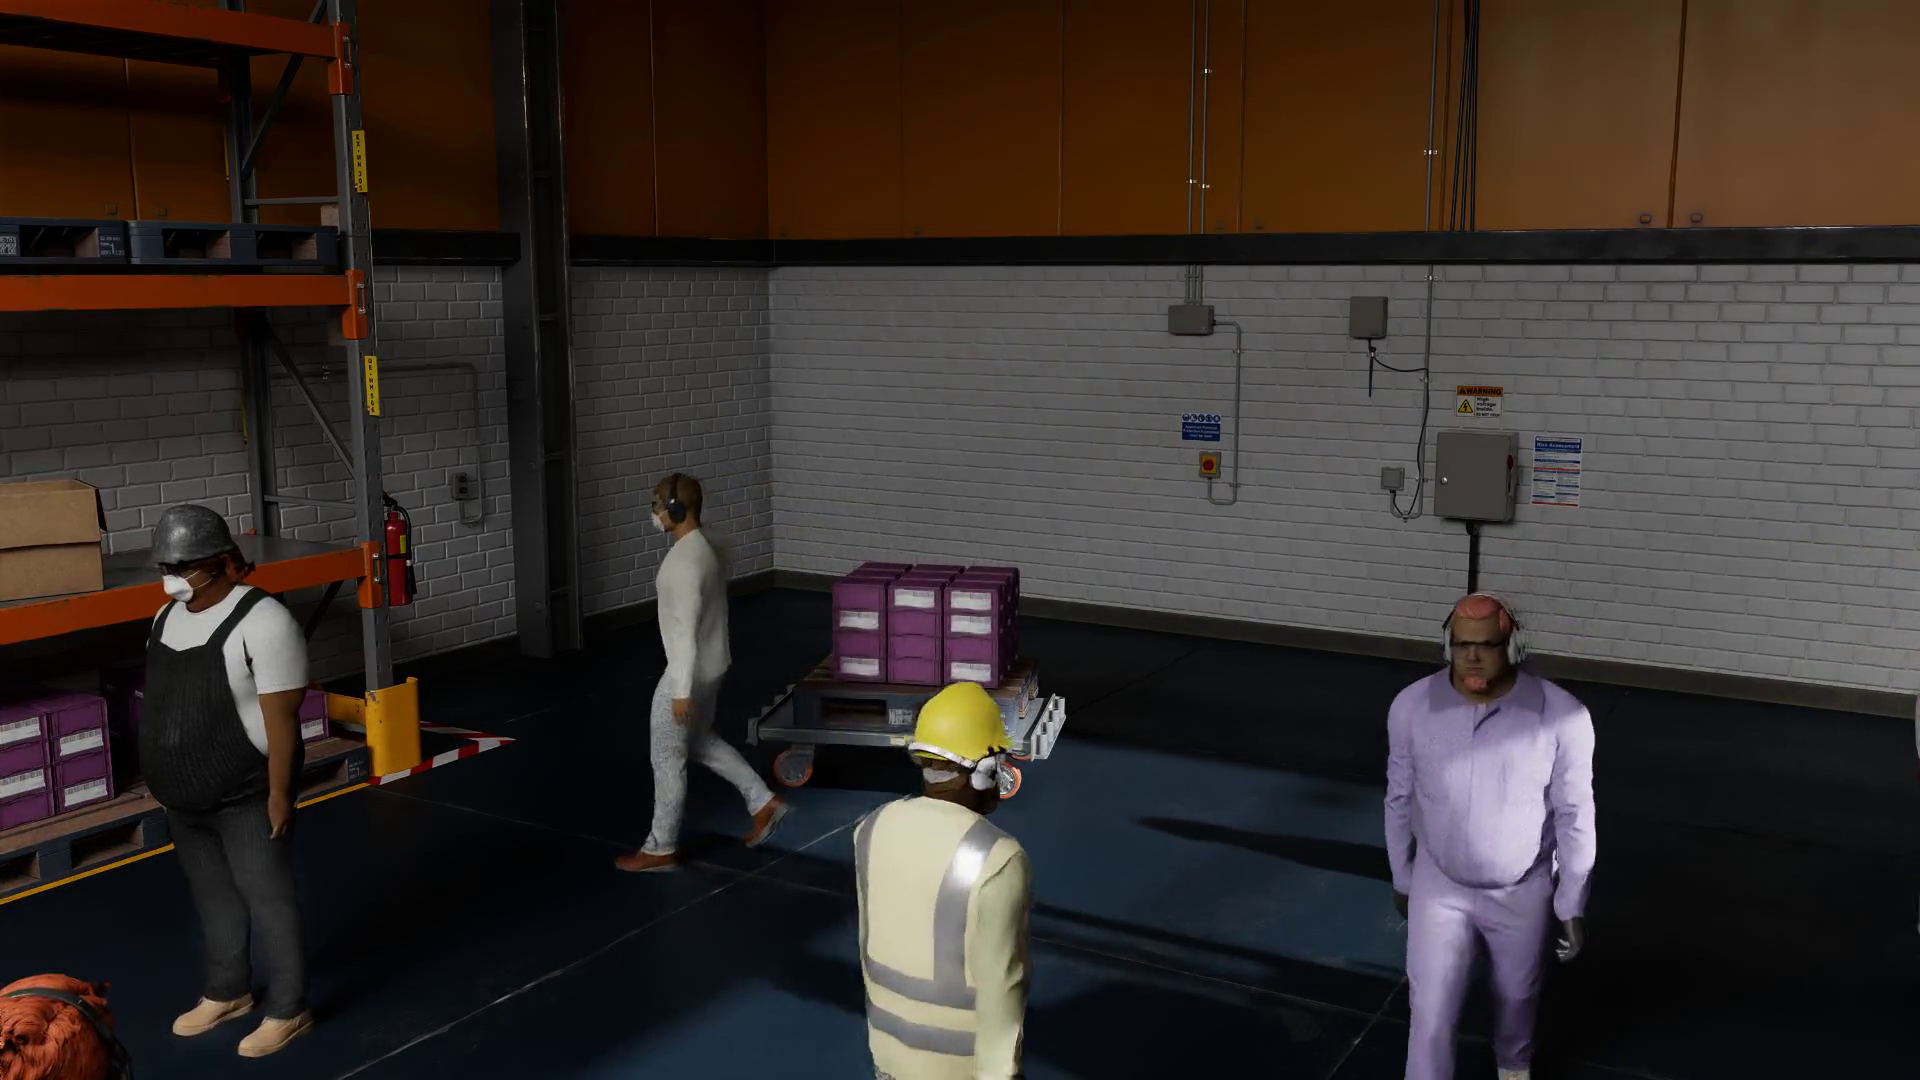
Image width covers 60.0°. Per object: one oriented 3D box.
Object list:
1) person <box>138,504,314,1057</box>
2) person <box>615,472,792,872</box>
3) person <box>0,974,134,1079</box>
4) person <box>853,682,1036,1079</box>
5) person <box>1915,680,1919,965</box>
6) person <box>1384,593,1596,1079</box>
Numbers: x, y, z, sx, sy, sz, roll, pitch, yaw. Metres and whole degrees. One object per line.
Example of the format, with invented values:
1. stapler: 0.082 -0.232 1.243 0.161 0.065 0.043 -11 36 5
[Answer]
1. person: -2.719 0.856 6.078 0.686 2.000 0.535 4 10 25
2. person: -1.244 0.628 7.901 0.774 1.924 0.647 0 9 2
3. person: -1.234 1.529 2.368 0.572 1.883 0.354 -3 9 -15
4. person: -0.028 1.267 4.225 0.528 1.805 0.617 -9 13 -43
5. person: 4.126 0.869 6.635 0.591 1.837 0.403 1 9 3
6. person: 1.678 1.071 5.315 0.650 1.863 0.986 4 10 22
